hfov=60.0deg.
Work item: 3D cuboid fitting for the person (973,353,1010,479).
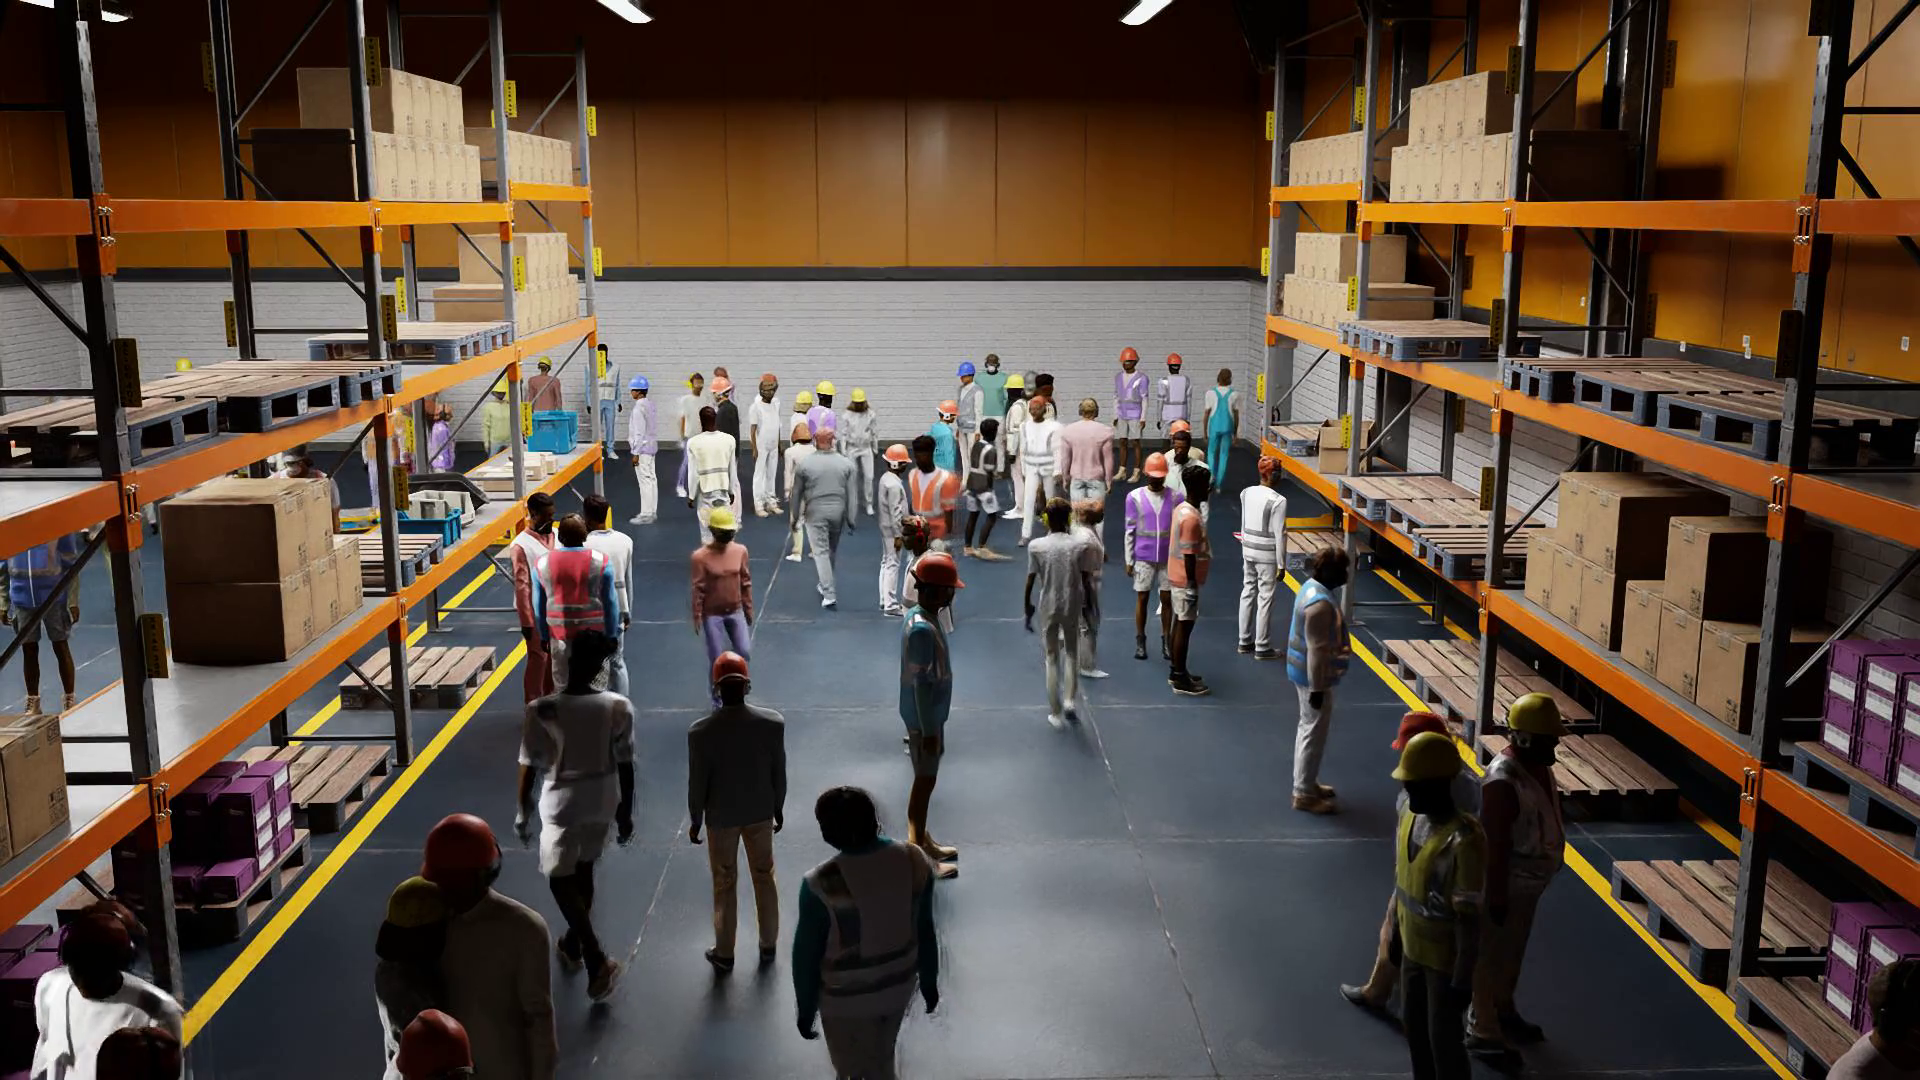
[{"bbox_3d":[0.490,-1.883,25.360,0.626,1.932,0.370,2,12,12],"label":"person"}]

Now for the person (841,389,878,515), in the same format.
[{"bbox_3d":[-1.335,-1.165,22.284,0.512,1.708,0.827,-2,11,-10],"label":"person"}]

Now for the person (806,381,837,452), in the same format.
[{"bbox_3d":[-1.739,-1.076,21.342,0.393,1.918,0.586,-8,14,-36],"label":"person"}]

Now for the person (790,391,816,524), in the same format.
[{"bbox_3d":[-2.043,-1.084,21.819,0.325,1.740,0.492,-7,13,-32],"label":"person"}]

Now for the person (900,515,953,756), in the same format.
[{"bbox_3d":[-0.255,0.712,12.588,0.392,1.836,0.561,-1,11,-7],"label":"person"}]

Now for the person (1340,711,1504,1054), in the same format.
[{"bbox_3d":[2.342,1.661,8.197,0.581,1.696,0.950,-8,14,-34],"label":"person"}]

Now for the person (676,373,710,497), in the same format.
[{"bbox_3d":[-3.767,-1.467,23.546,0.545,1.829,0.972,-10,15,-40],"label":"person"}]

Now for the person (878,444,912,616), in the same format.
[{"bbox_3d":[-0.651,-0.106,16.894,0.345,1.747,0.573,-2,11,-11],"label":"person"}]

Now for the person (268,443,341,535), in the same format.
[{"bbox_3d":[-6.086,0.049,15.386,0.688,2.000,0.536,-3,12,-16],"label":"person"}]

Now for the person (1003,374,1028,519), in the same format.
[{"bbox_3d":[0.756,-1.242,22.137,0.357,1.930,0.586,2,11,9],"label":"person"}]

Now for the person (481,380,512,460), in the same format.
[{"bbox_3d":[-6.394,-1.369,23.190,0.533,1.767,0.326,-10,15,-42],"label":"person"}]

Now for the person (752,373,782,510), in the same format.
[{"bbox_3d":[-2.651,-1.360,22.897,0.454,1.866,0.636,-9,14,-38],"label":"person"}]

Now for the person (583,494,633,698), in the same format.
[{"bbox_3d":[-2.790,0.588,13.032,0.396,1.908,0.600,8,14,34],"label":"person"}]

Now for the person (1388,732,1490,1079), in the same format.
[{"bbox_3d":[2.023,1.749,7.168,0.399,1.918,0.590,-3,12,-15],"label":"person"}]

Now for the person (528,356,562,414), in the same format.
[{"bbox_3d":[-6.671,-2.078,26.780,0.532,1.756,0.337,-1,11,-5],"label":"person"}]

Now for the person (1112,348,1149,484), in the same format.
[{"bbox_3d":[2.542,-1.868,24.990,0.609,2.044,0.394,10,15,42],"label":"person"}]

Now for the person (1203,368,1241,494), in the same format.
[{"bbox_3d":[3.789,-1.575,24.104,0.517,1.819,0.429,2,11,8],"label":"person"}]

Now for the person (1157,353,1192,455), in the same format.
[{"bbox_3d":[3.252,-1.875,25.329,0.538,1.928,0.383,-2,11,-11],"label":"person"}]

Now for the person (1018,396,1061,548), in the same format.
[{"bbox_3d":[1.003,-0.863,20.483,0.584,1.838,0.983,5,12,22],"label":"person"}]

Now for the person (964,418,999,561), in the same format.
[{"bbox_3d":[0.267,-0.601,19.564,0.386,1.676,0.553,-6,13,-28],"label":"person"}]

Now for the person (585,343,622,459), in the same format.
[{"bbox_3d":[-5.863,-2.276,27.351,0.591,1.917,0.379,-6,13,-29],"label":"person"}]

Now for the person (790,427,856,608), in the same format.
[{"bbox_3d":[-1.418,-0.242,17.364,0.662,1.860,1.007,-4,12,-20],"label":"person"}]

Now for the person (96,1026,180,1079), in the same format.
[{"bbox_3d":[-2.273,2.272,4.721,0.622,1.845,0.802,8,14,34],"label":"person"}]

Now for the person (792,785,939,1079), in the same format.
[{"bbox_3d":[-0.359,1.875,6.867,0.671,1.796,0.843,-9,14,-38],"label":"person"}]

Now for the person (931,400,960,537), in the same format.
[{"bbox_3d":[-0.175,-0.894,20.882,0.355,1.737,0.577,-4,12,-18],"label":"person"}]

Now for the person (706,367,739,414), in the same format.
[{"bbox_3d":[-3.778,-1.932,26.367,0.513,1.624,0.431,-5,12,-24],"label":"person"}]

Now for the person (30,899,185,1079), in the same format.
[{"bbox_3d":[-2.854,2.068,5.722,0.612,1.858,0.647,5,12,22],"label":"person"}]

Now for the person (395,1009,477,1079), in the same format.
[{"bbox_3d":[-1.549,2.255,5.043,0.333,1.749,0.574,10,15,42],"label":"person"}]

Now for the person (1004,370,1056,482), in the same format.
[{"bbox_3d":[0.932,-1.319,22.246,0.701,2.000,0.716,2,11,8],"label":"person"}]

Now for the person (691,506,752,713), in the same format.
[{"bbox_3d":[-1.914,0.596,13.388,0.560,1.762,0.341,-8,14,-34],"label":"person"}]

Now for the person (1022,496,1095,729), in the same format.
[{"bbox_3d":[0.779,0.569,13.247,0.575,1.850,0.487,-1,11,-3],"label":"person"}]
